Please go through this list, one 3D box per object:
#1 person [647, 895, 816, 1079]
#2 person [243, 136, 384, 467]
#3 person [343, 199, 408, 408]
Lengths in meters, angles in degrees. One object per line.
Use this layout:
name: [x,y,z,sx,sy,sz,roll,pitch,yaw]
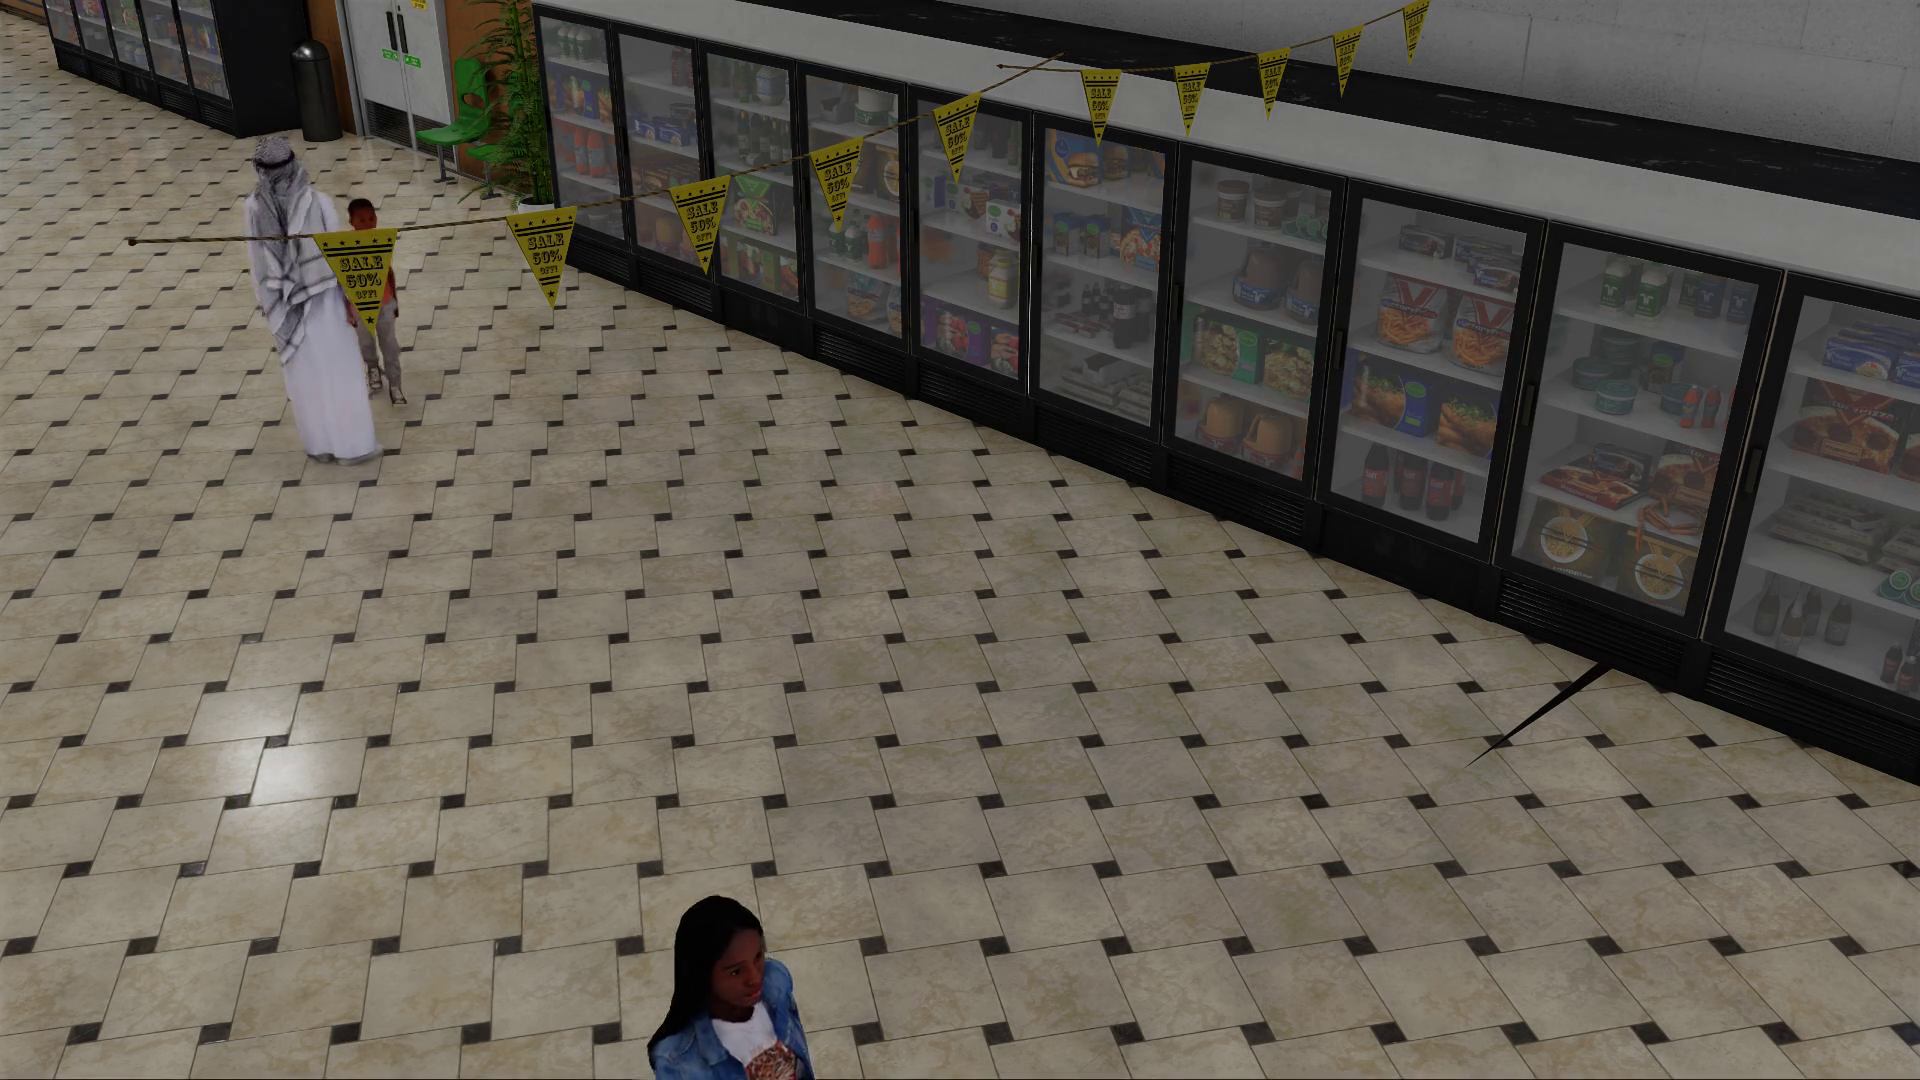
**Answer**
person: [-0.582,1.529,4.042,0.727,1.699,0.640,19,32,32]
person: [-3.717,-1.334,9.445,0.854,1.919,0.935,1,27,3]
person: [-3.737,-1.515,10.504,0.902,1.283,0.773,-11,29,-21]
